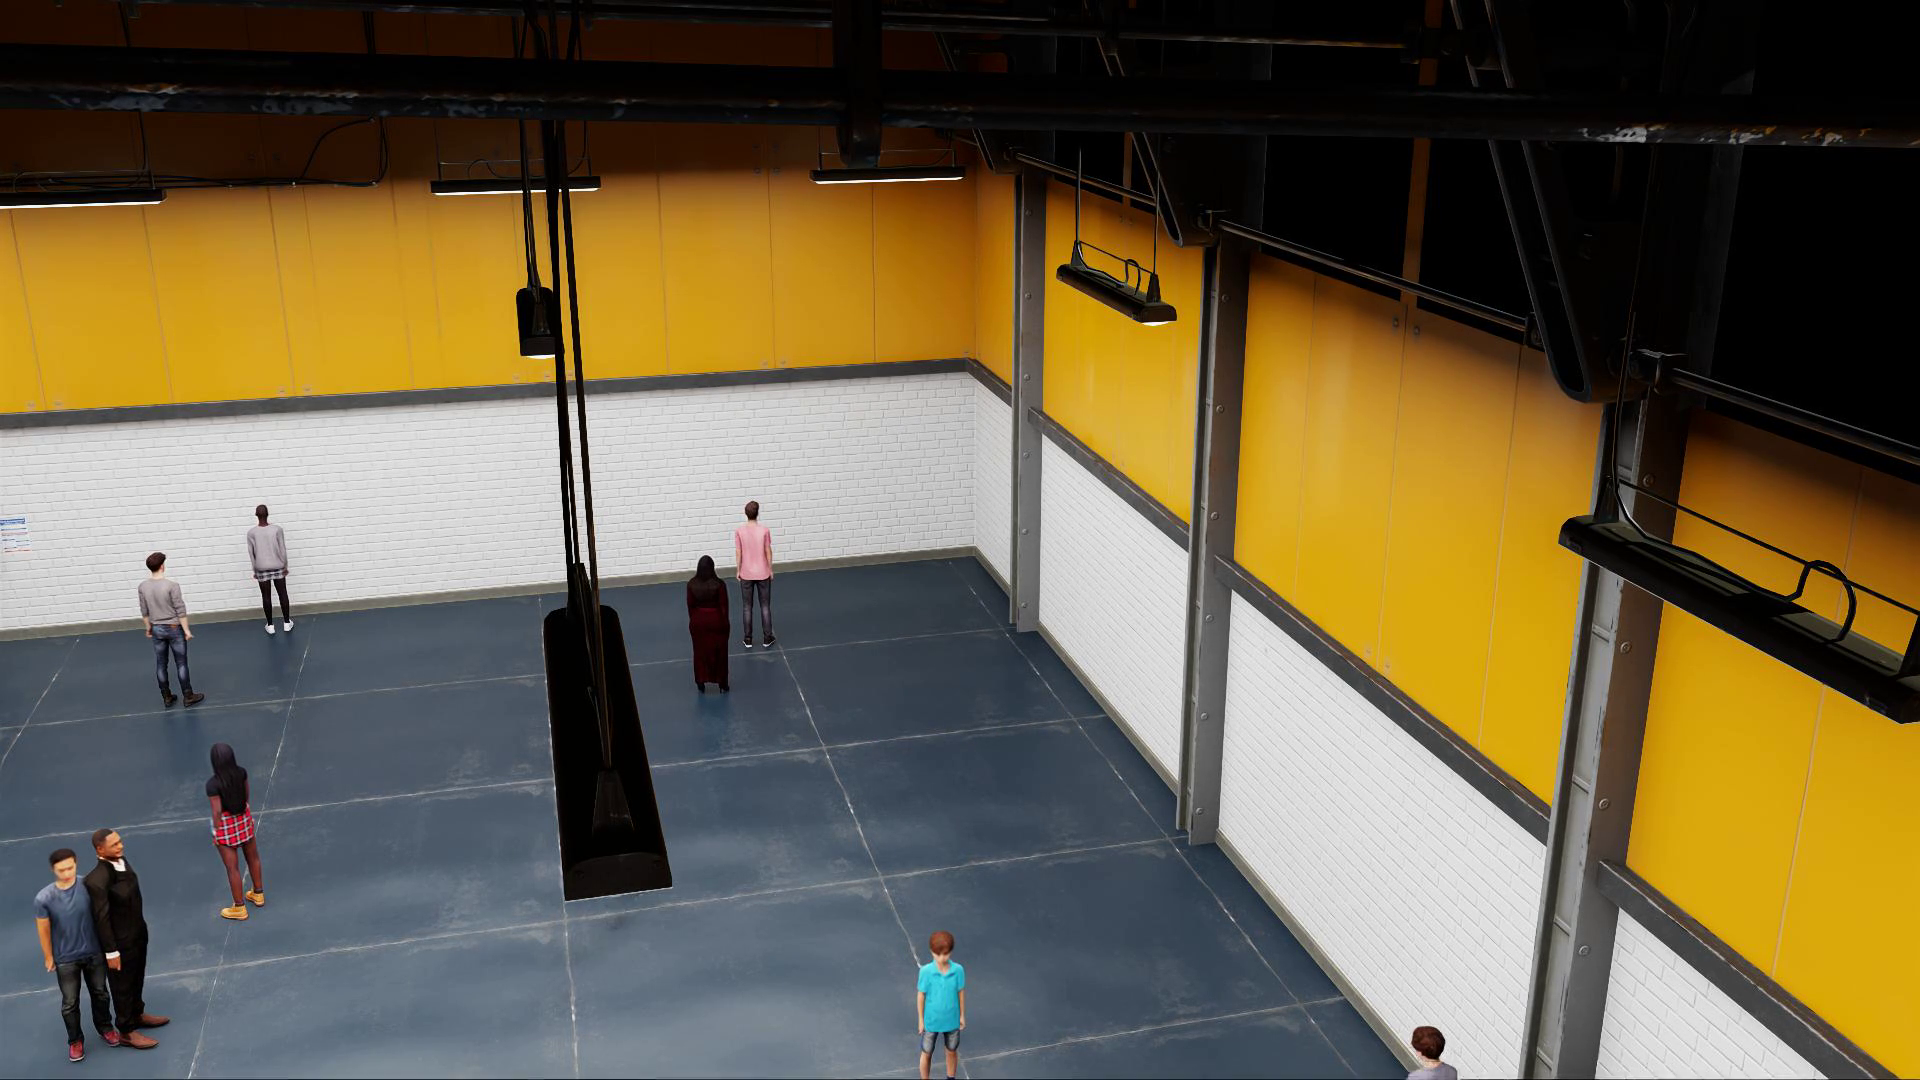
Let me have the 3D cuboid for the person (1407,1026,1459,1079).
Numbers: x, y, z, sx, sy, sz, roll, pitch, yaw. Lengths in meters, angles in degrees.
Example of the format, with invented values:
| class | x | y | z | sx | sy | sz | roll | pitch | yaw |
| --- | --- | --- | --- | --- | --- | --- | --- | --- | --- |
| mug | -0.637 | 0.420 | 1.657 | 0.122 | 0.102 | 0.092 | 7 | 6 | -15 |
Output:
| class | x | y | z | sx | sy | sz | roll | pitch | yaw |
| --- | --- | --- | --- | --- | --- | --- | --- | --- | --- |
| person | 3.194 | 4.089 | 11.253 | 0.609 | 1.638 | 0.651 | -5 | 19 | -14 |

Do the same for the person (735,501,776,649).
| class | x | y | z | sx | sy | sz | roll | pitch | yaw |
| --- | --- | --- | --- | --- | --- | --- | --- | --- | --- |
| person | -2.665 | 0.441 | 21.586 | 0.672 | 1.958 | 0.602 | -1 | 19 | -4 |

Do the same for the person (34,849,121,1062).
| class | x | y | z | sx | sy | sz | roll | pitch | yaw |
| --- | --- | --- | --- | --- | --- | --- | --- | --- | --- |
| person | -7.101 | 3.287 | 13.374 | 0.726 | 1.805 | 0.709 | -16 | 24 | -40 |

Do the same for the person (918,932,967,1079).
| class | x | y | z | sx | sy | sz | roll | pitch | yaw |
| --- | --- | --- | --- | --- | --- | --- | --- | --- | --- |
| person | -0.147 | 3.661 | 12.823 | 0.537 | 1.448 | 0.509 | -3 | 19 | -9 |

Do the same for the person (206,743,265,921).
| class | x | y | z | sx | sy | sz | roll | pitch | yaw |
| --- | --- | --- | --- | --- | --- | --- | --- | --- | --- |
| person | -6.706 | 2.659 | 15.360 | 0.780 | 1.729 | 0.704 | 7 | 20 | 20 |

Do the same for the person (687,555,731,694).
| class | x | y | z | sx | sy | sz | roll | pitch | yaw |
| --- | --- | --- | --- | --- | --- | --- | --- | --- | --- |
| person | -3.043 | 1.022 | 20.175 | 0.739 | 1.757 | 0.719 | 2 | 19 | 5 |

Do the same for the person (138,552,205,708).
| class | x | y | z | sx | sy | sz | roll | pitch | yaw |
| --- | --- | --- | --- | --- | --- | --- | --- | --- | --- |
| person | -9.443 | 1.069 | 19.803 | 0.752 | 1.905 | 0.686 | 1 | 19 | 2 |

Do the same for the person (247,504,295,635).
| class | x | y | z | sx | sy | sz | roll | pitch | yaw |
| --- | --- | --- | --- | --- | --- | --- | --- | --- | --- |
| person | -9.162 | 0.371 | 22.086 | 0.646 | 1.772 | 0.580 | -8 | 20 | -22 |

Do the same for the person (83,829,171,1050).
| class | x | y | z | sx | sy | sz | roll | pitch | yaw |
| --- | --- | --- | --- | --- | --- | --- | --- | --- | --- |
| person | -6.798 | 3.197 | 13.486 | 0.804 | 1.904 | 0.601 | -2 | 19 | -5 |
